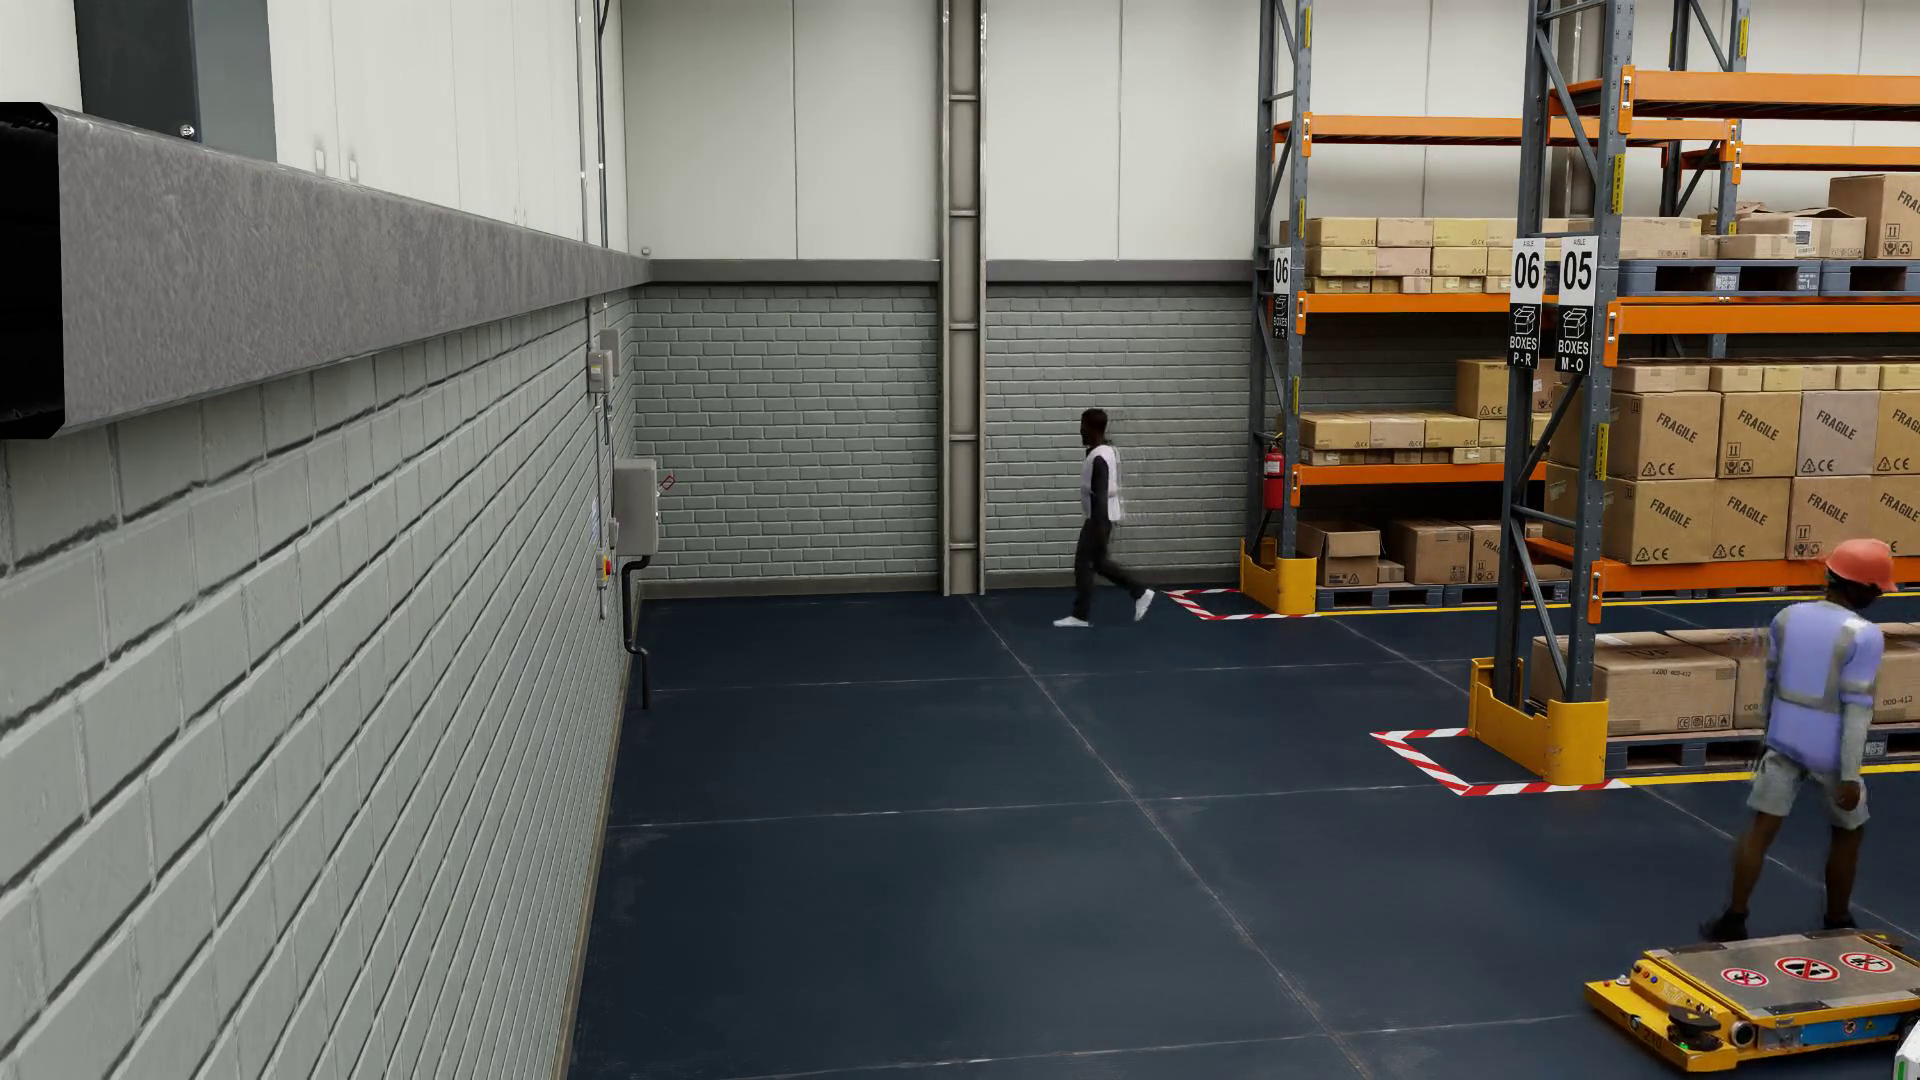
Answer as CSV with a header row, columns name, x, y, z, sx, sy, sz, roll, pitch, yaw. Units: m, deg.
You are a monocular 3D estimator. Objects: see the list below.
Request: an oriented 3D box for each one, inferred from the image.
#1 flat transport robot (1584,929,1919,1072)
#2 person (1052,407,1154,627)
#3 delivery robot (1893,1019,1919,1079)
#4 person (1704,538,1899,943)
name,x,y,z,sx,sy,sz,roll,pitch,yaw
flat transport robot,3.334,1.825,6.682,1.431,0.197,0.652,-2,9,-14
person,1.225,-0.183,14.101,0.783,1.893,0.596,1,9,6
delivery robot,3.472,1.791,5.730,0.477,0.478,0.707,8,12,40
person,3.751,0.918,7.340,0.686,1.887,0.602,-4,10,-25
